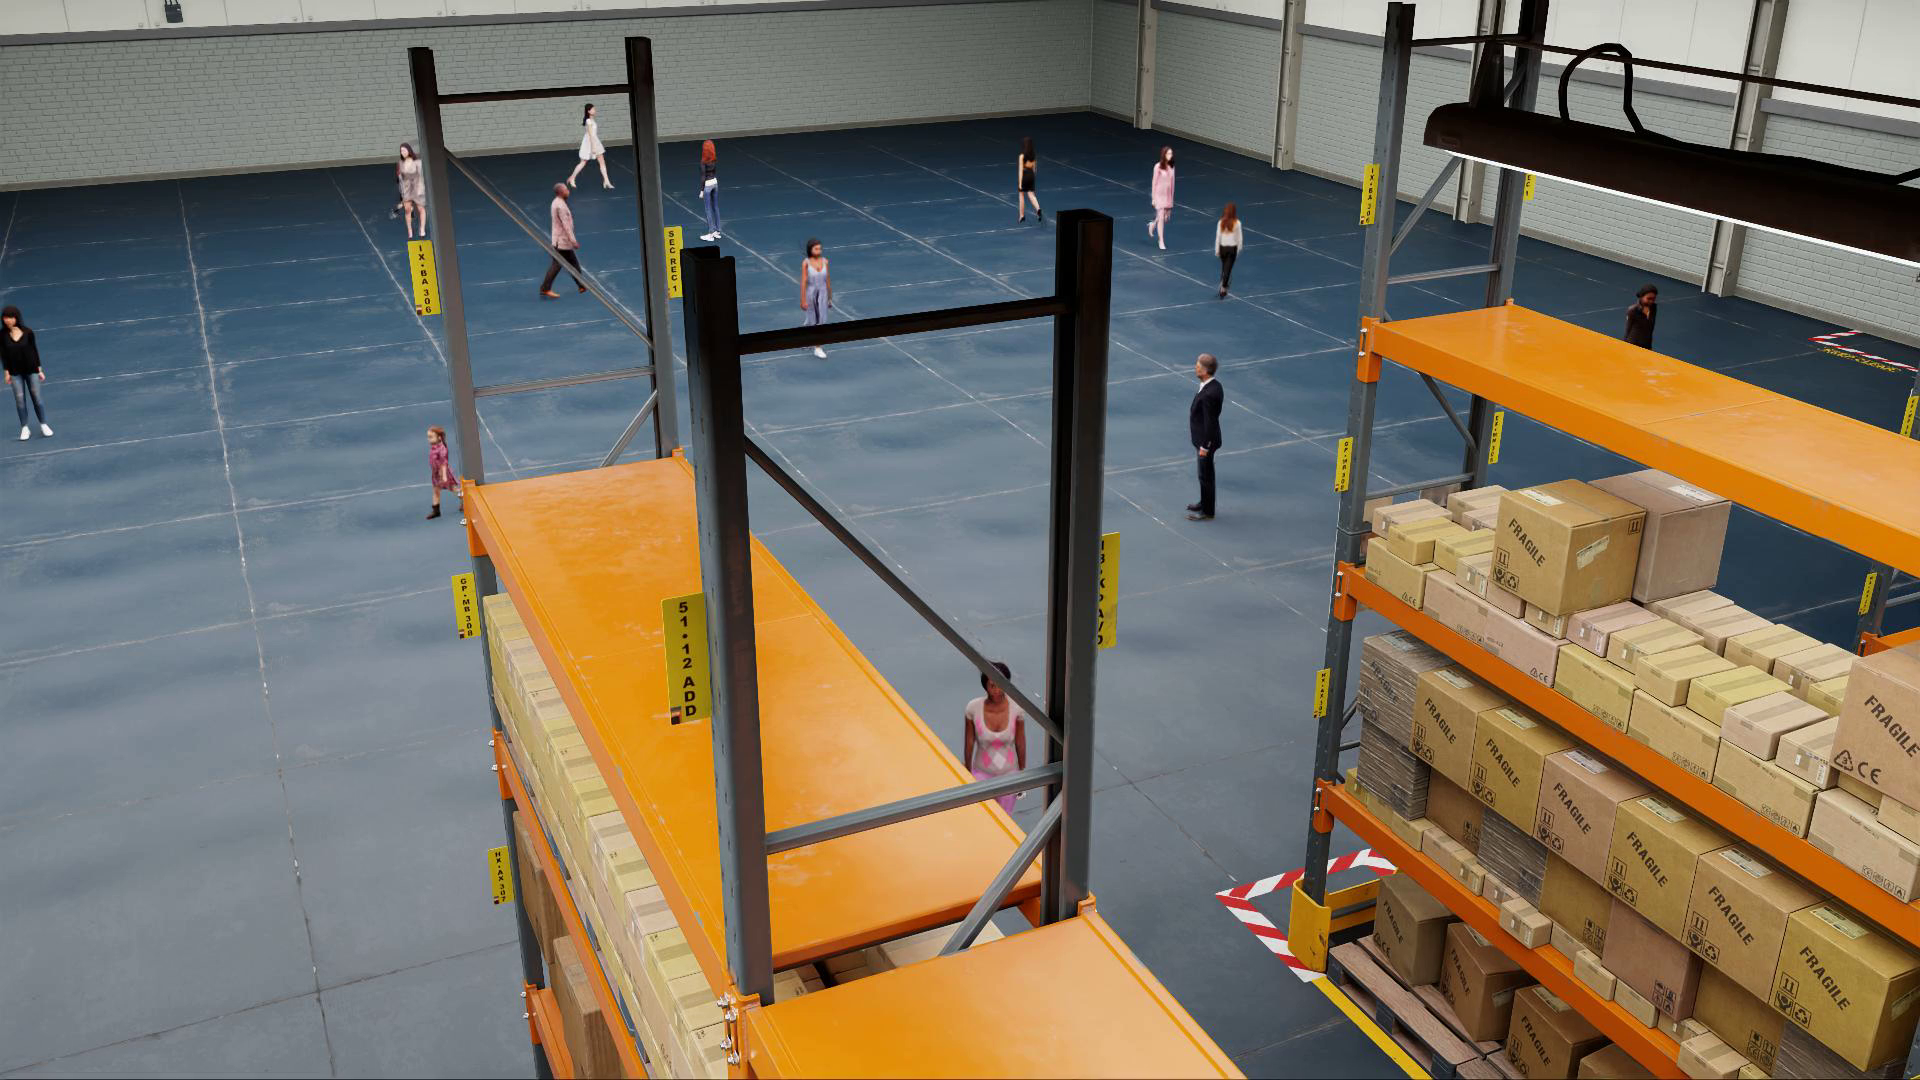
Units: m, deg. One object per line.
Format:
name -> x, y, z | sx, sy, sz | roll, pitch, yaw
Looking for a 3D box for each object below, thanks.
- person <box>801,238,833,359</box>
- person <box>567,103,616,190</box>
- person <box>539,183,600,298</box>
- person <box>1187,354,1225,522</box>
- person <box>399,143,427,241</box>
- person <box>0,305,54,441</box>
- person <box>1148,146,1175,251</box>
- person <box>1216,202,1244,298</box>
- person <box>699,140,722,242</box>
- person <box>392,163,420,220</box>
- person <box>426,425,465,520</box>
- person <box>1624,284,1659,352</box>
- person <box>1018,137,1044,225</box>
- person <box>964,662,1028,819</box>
person -> -2.052, -3.391, 23.233 | 0.614, 1.682, 0.785 | -11, 26, -25
person -> -7.643, -7.995, 34.002 | 0.901, 1.726, 1.192 | -2, 23, -6
person -> -6.336, -4.672, 26.132 | 0.814, 1.769, 1.138 | -8, 24, -18
person -> 2.624, -1.105, 17.687 | 0.846, 1.814, 0.744 | 4, 23, 10
person -> -9.823, -6.305, 30.032 | 0.790, 1.722, 0.897 | 2, 23, 4
person -> -11.342, -2.051, 20.130 | 0.583, 1.643, 0.538 | -13, 26, -27
person -> 3.522, -6.051, 29.353 | 0.647, 1.787, 0.912 | -12, 26, -26
person -> 4.228, -4.545, 26.251 | 0.944, 1.442, 0.985 | 9, 25, 20
person -> -4.507, -6.306, 29.953 | 0.704, 1.786, 0.669 | 14, 27, 29
person -> -10.606, -6.639, 31.627 | 0.756, 1.089, 0.743 | 3, 23, 7
person -> -5.523, -0.747, 17.872 | 0.749, 1.011, 0.676 | 18, 29, 37
person -> 8.557, -2.429, 20.999 | 0.600, 1.659, 0.658 | -7, 24, -17
person -> 1.312, -6.664, 30.994 | 0.622, 1.630, 0.977 | -14, 27, -30
person -> 0.236, 1.589, 11.454 | 0.681, 1.734, 0.741 | -1, 23, -3
